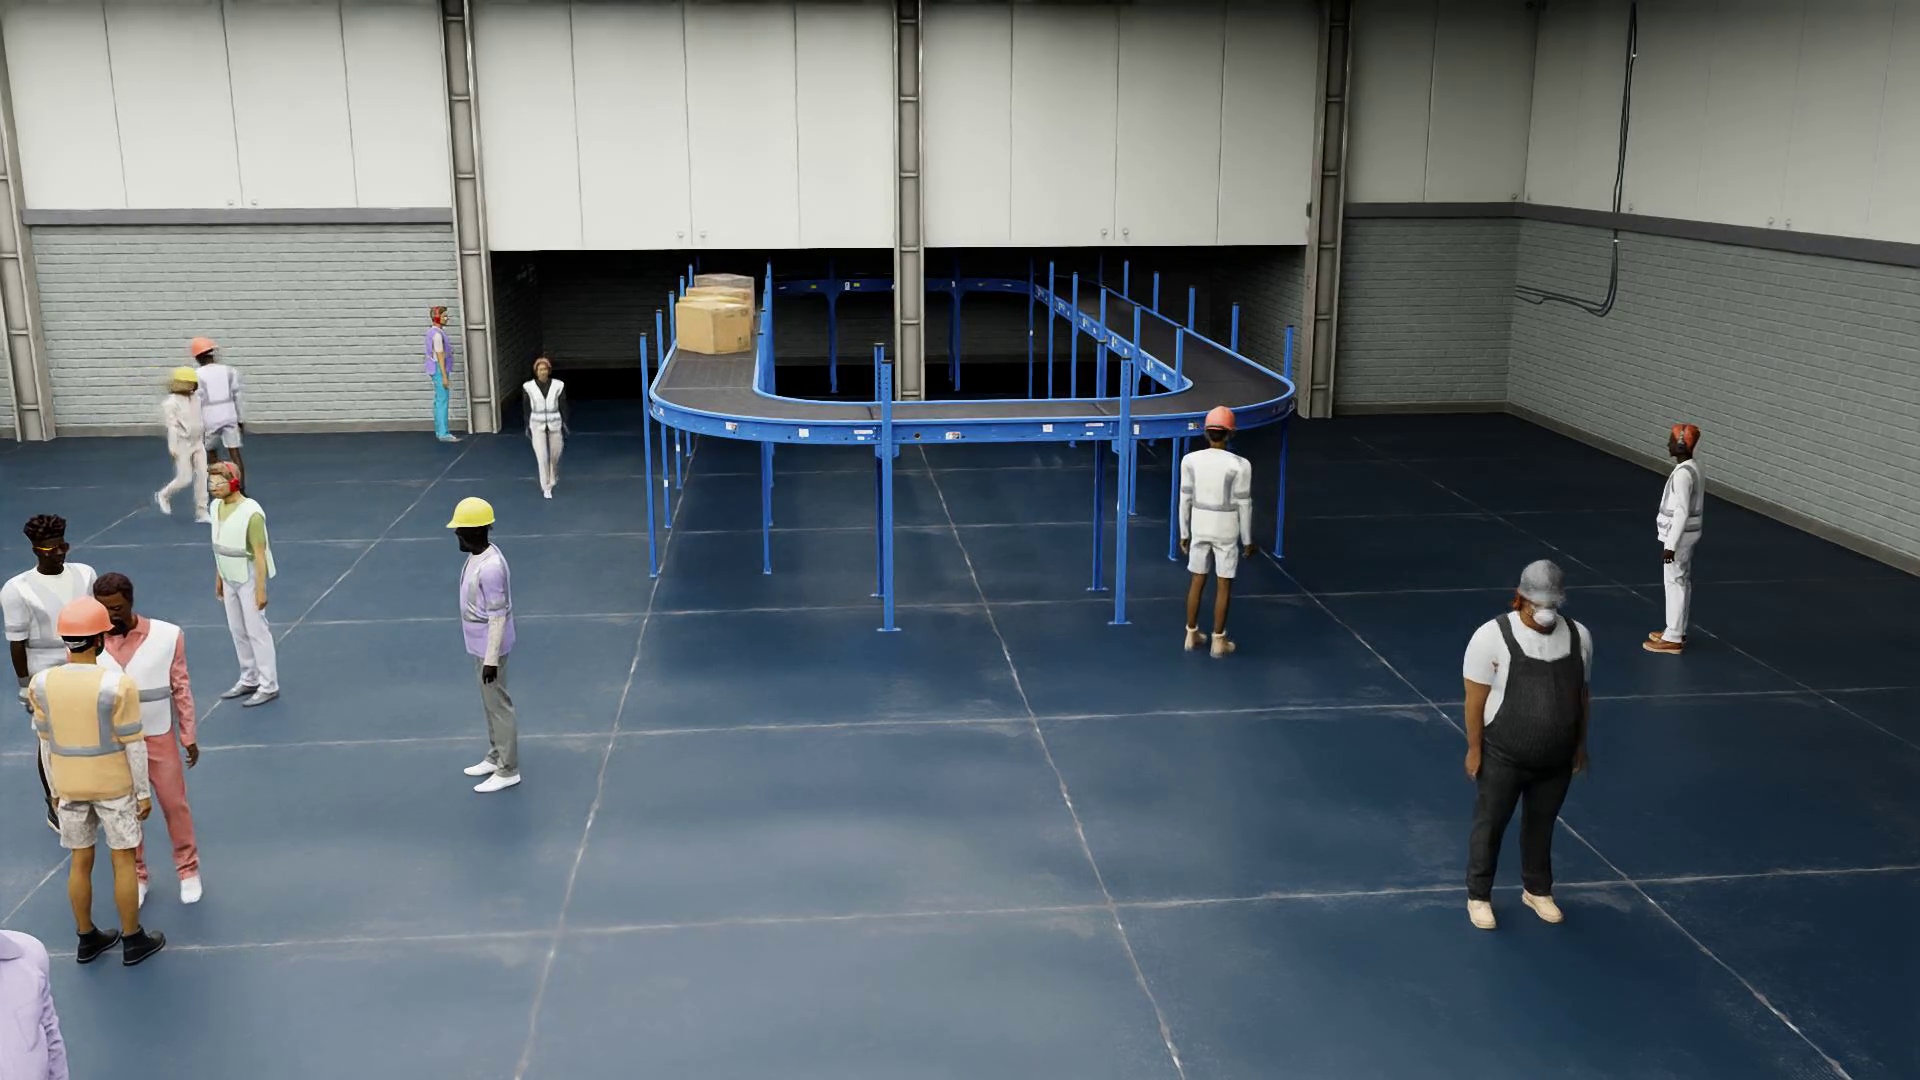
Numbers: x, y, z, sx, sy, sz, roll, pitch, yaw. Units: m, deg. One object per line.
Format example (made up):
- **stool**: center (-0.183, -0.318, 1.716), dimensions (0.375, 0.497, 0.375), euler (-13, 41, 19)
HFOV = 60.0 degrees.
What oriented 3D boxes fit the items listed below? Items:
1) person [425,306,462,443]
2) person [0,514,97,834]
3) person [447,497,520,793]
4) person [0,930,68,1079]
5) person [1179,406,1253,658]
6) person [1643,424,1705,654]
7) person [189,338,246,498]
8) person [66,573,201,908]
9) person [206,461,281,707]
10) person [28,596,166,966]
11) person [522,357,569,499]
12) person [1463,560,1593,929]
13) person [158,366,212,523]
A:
- **person**: center (-7.038, -2.241, 22.524), dimensions (0.389, 1.842, 0.564), euler (-6, 15, -24)
- **person**: center (-5.458, 0.793, 10.133), dimensions (0.361, 1.965, 0.613), euler (7, 16, 25)
- **person**: center (-3.057, 0.666, 10.718), dimensions (0.365, 1.928, 0.585), euler (-6, 15, -24)
- **person**: center (-3.205, 1.986, 5.483), dimensions (0.409, 1.909, 0.639), euler (7, 16, 26)
- **person**: center (2.069, -0.064, 13.435), dimensions (0.614, 2.038, 0.405), euler (9, 17, 33)
- **person**: center (5.836, -0.012, 13.521), dimensions (0.337, 1.882, 0.584), euler (9, 17, 32)
- **person**: center (-8.469, -1.361, 18.924), dimensions (0.911, 1.871, 0.623), euler (13, 19, 42)
- **person**: center (-4.502, 1.085, 9.099), dimensions (0.598, 1.906, 0.401), euler (-5, 15, -17)
- **person**: center (-5.308, 0.309, 12.335), dimensions (0.572, 1.835, 0.392), euler (10, 17, 34)
- **person**: center (-4.379, 1.230, 8.473), dimensions (0.539, 1.929, 0.383), euler (0, 14, 0)
- **person**: center (-4.804, -1.323, 19.300), dimensions (0.520, 1.623, 0.608), euler (-5, 15, -18)
- **person**: center (3.044, 1.080, 8.835), dimensions (0.703, 2.000, 0.535), euler (-2, 14, -8)
- **person**: center (-8.365, -1.026, 17.905), dimensions (0.598, 1.718, 0.493), euler (5, 15, 18)
